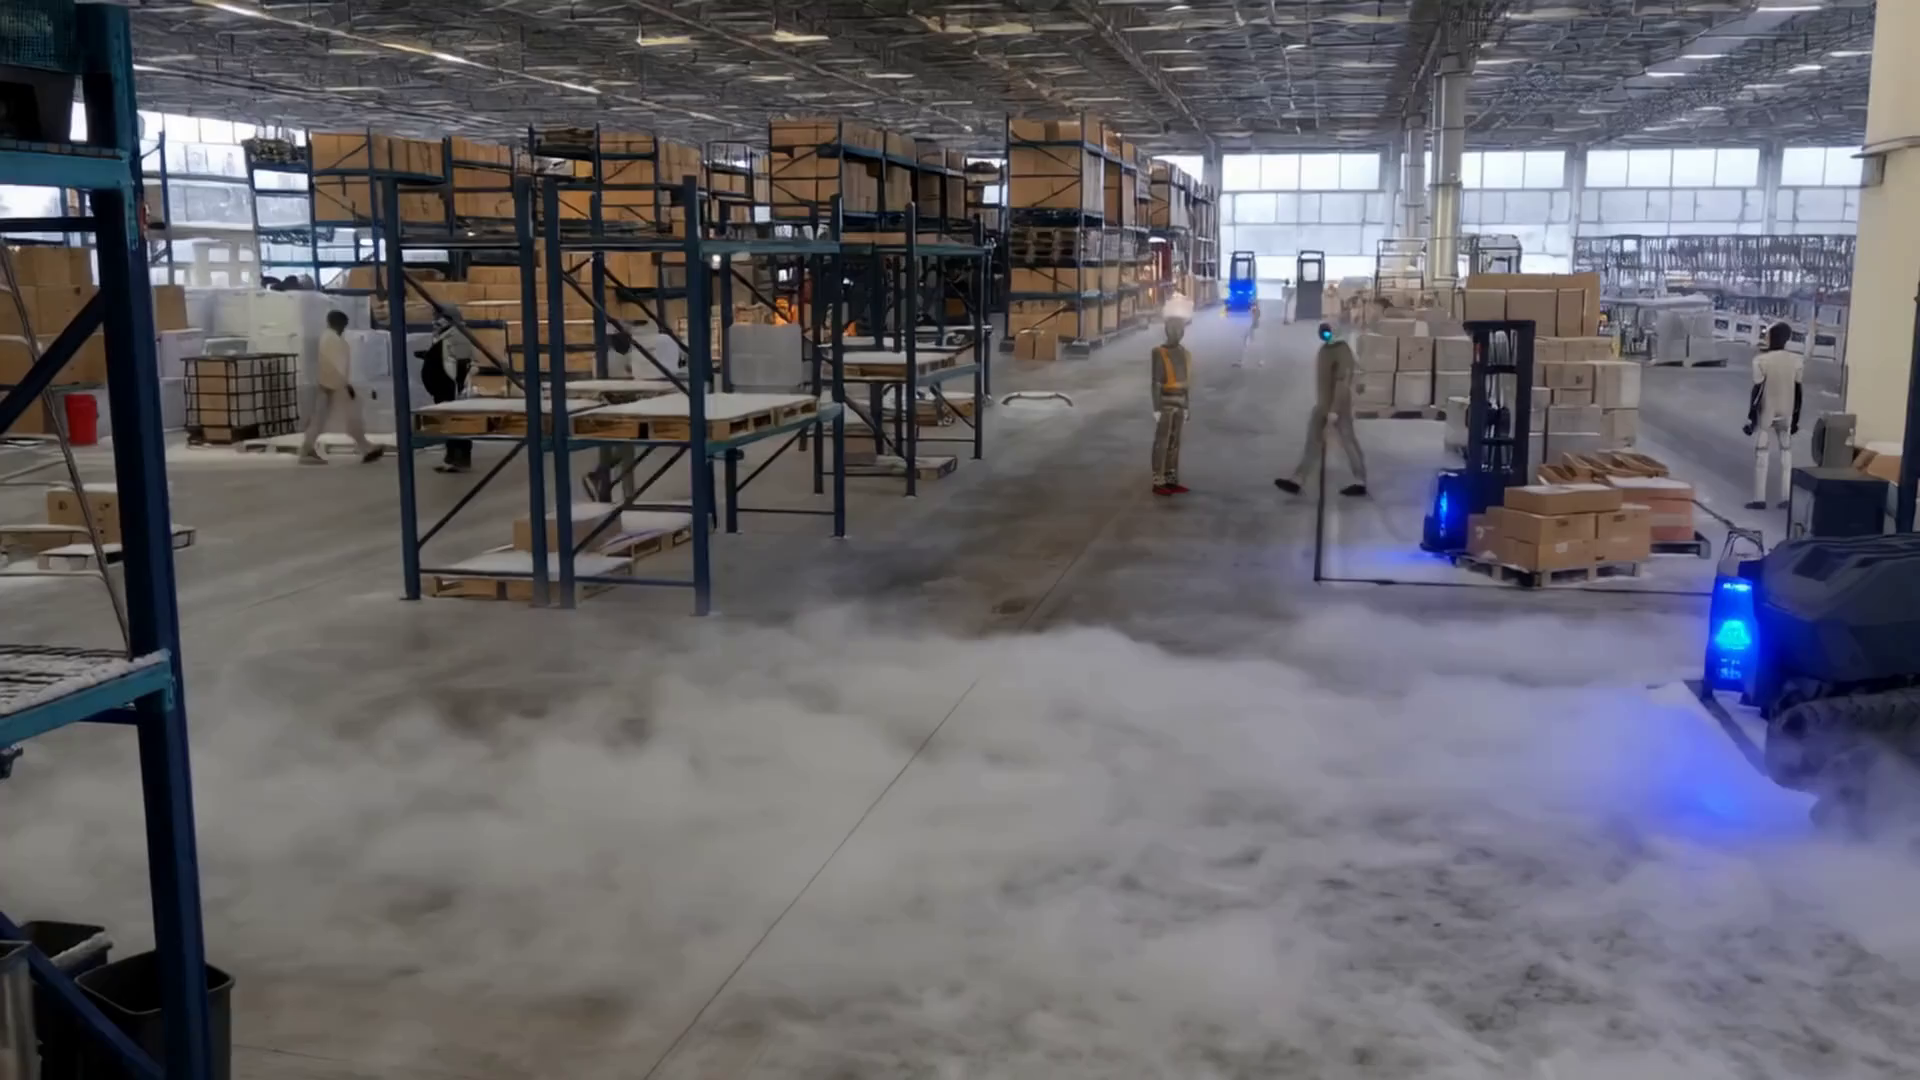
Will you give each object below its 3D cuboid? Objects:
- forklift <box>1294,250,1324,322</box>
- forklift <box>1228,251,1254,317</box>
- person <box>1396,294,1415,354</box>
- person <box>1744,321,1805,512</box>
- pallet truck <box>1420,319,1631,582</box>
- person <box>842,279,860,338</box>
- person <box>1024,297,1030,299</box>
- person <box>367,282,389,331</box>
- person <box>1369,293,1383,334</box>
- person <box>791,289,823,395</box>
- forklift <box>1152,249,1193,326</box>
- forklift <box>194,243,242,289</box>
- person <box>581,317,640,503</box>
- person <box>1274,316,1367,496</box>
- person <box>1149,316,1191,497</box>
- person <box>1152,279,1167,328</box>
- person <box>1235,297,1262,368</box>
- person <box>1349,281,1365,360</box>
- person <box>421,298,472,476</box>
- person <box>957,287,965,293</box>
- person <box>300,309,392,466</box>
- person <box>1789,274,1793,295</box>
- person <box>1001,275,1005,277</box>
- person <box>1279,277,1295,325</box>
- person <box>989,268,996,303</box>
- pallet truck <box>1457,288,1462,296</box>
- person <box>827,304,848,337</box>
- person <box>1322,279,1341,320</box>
[{"bbox_3d":[13.778,-10.002,65.433,1.129,2.768,1.873,2,10,12],"label":"forklift"},{"bbox_3d":[12.034,-10.919,70.866,1.129,2.768,1.873,2,10,12],"label":"forklift"},{"bbox_3d":[7.943,-3.436,29.594,0.423,1.854,0.553,-4,10,-20],"label":"person"},{"bbox_3d":[7.993,-1.207,16.341,0.517,1.874,0.327,1,10,5],"label":"person"},{"bbox_3d":[4.543,-0.757,13.299,0.823,1.965,1.885,-4,10,-22],"label":"pallet truck"},{"bbox_3d":[-2.827,-5.533,41.595,0.623,1.990,0.388,-3,10,-16],"label":"person"},{"bbox_3d":[2.623,-8.790,61.822,0.686,1.673,0.537,8,12,39],"label":"person"},{"bbox_3d":[-14.579,-5.531,41.835,0.587,1.911,0.397,-5,11,-27],"label":"person"},{"bbox_3d":[10.550,-5.426,42.033,0.511,1.616,0.541,-7,12,-35],"label":"person"},{"bbox_3d":[-2.803,-3.624,30.452,0.634,1.936,0.351,6,11,30],"label":"person"},{"bbox_3d":[7.646,-9.320,61.395,1.873,2.768,1.129,2,10,11],"label":"forklift"},{"bbox_3d":[-15.834,-4.983,35.715,1.129,2.768,1.873,2,10,12],"label":"forklift"},{"bbox_3d":[-3.443,-1.269,16.585,0.587,1.911,0.608,3,10,18],"label":"person"},{"bbox_3d":[3.840,-1.378,17.326,1.030,1.878,0.652,-3,10,-17],"label":"person"},{"bbox_3d":[2.215,-1.402,17.456,0.355,1.884,0.575,9,13,43],"label":"person"},{"bbox_3d":[7.207,-8.525,60.014,0.709,1.741,0.541,0,10,0],"label":"person"},{"bbox_3d":[6.670,-4.763,38.172,0.520,1.614,0.729,-7,12,-37],"label":"person"},{"bbox_3d":[9.729,-5.377,40.837,0.359,1.938,0.547,2,10,14],"label":"person"},{"bbox_3d":[-5.902,-1.758,19.101,0.535,2.000,0.685,-7,12,-34],"label":"person"},{"bbox_3d":[-0.030,-8.721,60.920,0.622,1.845,0.430,5,11,26],"label":"person"},{"bbox_3d":[-7.474,-1.827,20.013,1.072,1.871,0.654,-1,10,-7],"label":"person"},{"bbox_3d":[39.974,-11.956,80.252,0.932,1.798,0.593,1,10,7],"label":"person"},{"bbox_3d":[2.491,-14.252,93.602,0.557,1.859,0.989,6,11,30],"label":"person"},{"bbox_3d":[12.417,-9.076,63.107,0.598,1.811,0.609,1,10,6],"label":"person"},{"bbox_3d":[1.790,-14.383,94.159,0.753,1.965,0.380,4,10,22],"label":"person"},{"bbox_3d":[20.506,-9.785,68.819,0.653,1.274,1.630,2,10,12],"label":"pallet truck"},{"bbox_3d":[-2.963,-5.189,40.420,0.536,1.699,0.322,-4,10,-20],"label":"person"},{"bbox_3d":[10.909,-6.718,48.856,0.551,1.911,0.704,2,10,13],"label":"person"}]
